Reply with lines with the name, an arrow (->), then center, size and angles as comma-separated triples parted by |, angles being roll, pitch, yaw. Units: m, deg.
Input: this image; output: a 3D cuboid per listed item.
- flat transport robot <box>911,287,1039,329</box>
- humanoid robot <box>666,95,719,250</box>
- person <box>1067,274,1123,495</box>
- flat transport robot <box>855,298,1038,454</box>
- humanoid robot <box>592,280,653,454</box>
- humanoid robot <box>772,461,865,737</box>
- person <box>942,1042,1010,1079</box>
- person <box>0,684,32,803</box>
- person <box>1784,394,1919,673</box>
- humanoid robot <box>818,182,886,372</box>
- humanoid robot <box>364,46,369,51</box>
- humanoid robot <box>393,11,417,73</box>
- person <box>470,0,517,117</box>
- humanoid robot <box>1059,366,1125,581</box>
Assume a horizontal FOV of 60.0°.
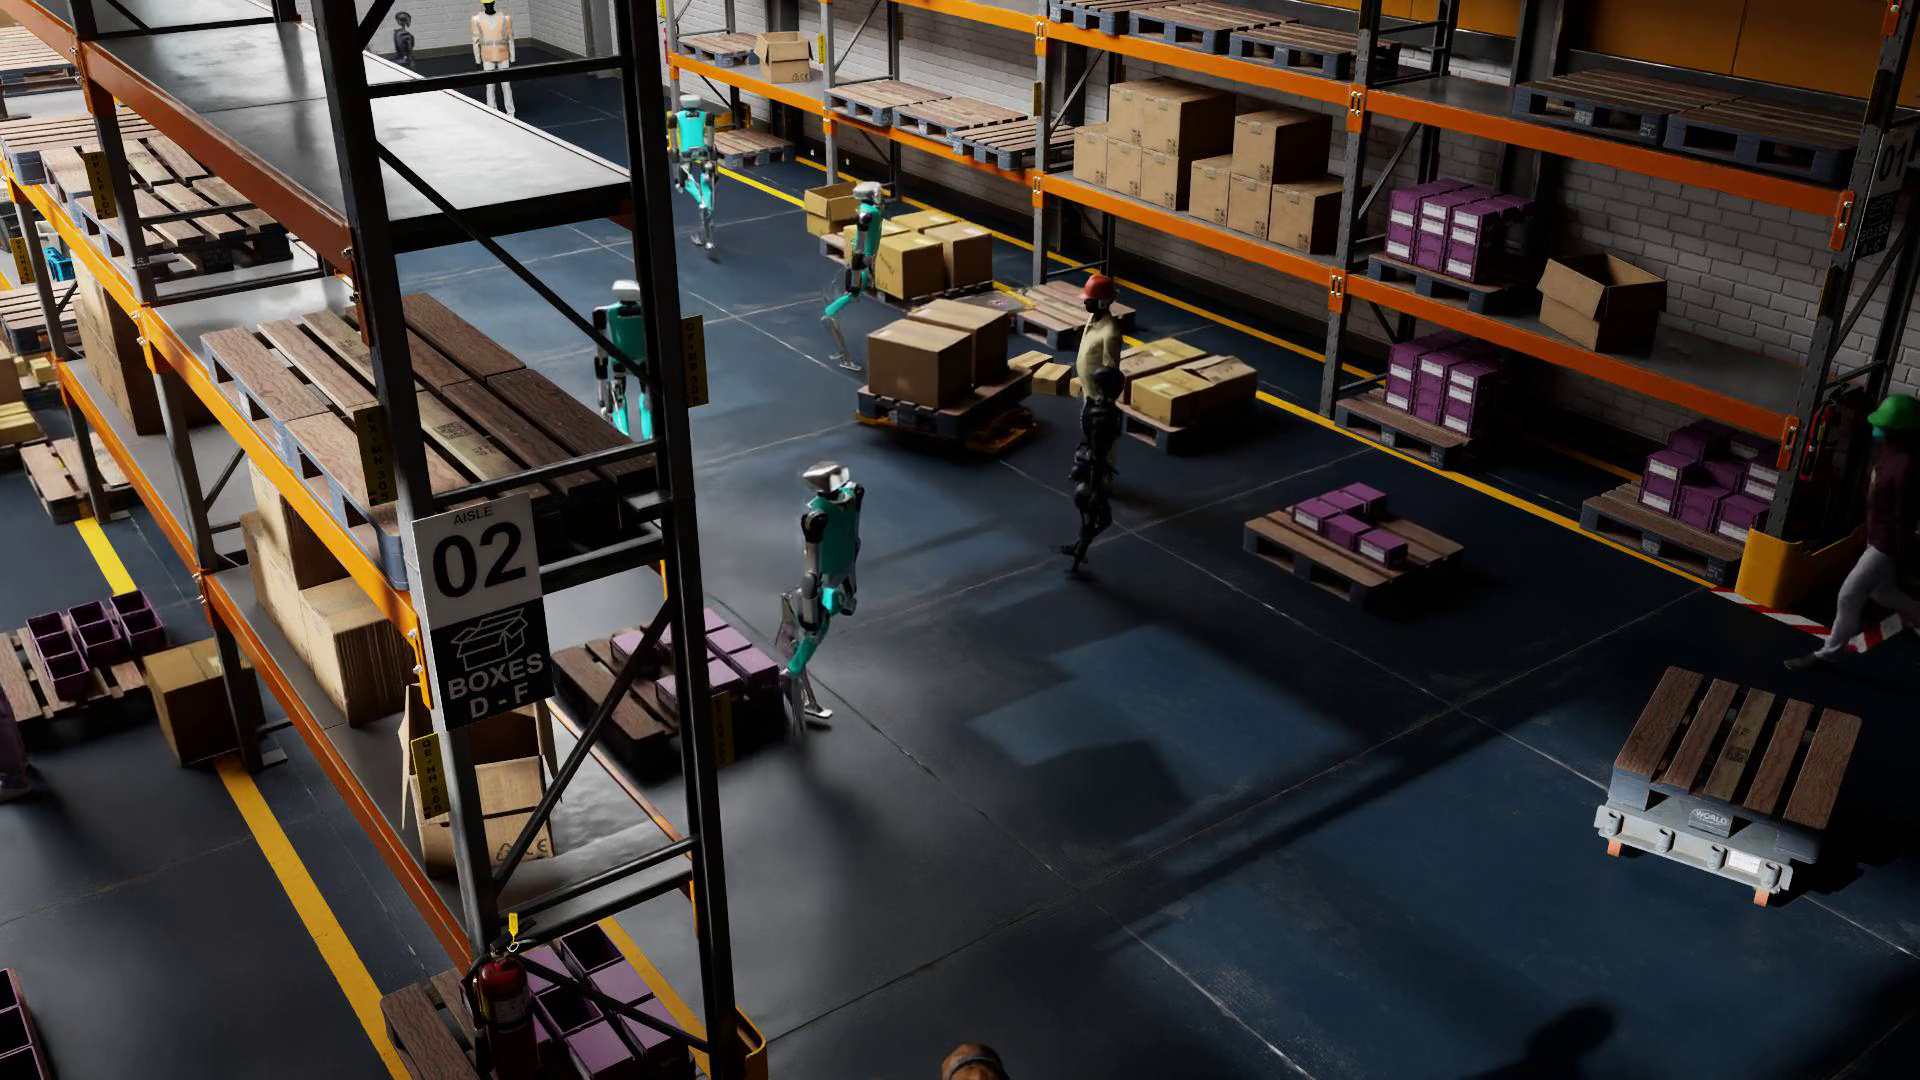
flat transport robot -> 0.181, -2.195, 16.354 | 1.431, 0.231, 0.659 | -15, 30, -27
humanoid robot -> -2.827, -3.921, 18.250 | 0.530, 1.771, 1.066 | -12, 29, -22
person -> 1.035, -1.174, 12.668 | 0.325, 1.752, 0.562 | -5, 27, -11
flat transport robot -> -0.118, -1.050, 14.076 | 1.431, 0.231, 0.659 | 16, 31, 29
humanoid robot -> -2.392, -0.975, 12.318 | 0.545, 1.806, 0.683 | -8, 28, -15
humanoid robot -> -0.929, 0.374, 9.701 | 0.751, 1.859, 0.543 | 13, 29, 24
person -> 0.052, 2.401, 5.463 | 0.632, 1.839, 0.429 | -11, 29, -20
person -> -5.469, 0.565, 9.059 | 0.405, 1.900, 0.634 | -16, 31, -29
person -> 5.741, 0.005, 10.160 | 0.867, 1.913, 0.509 | 8, 28, 16
humanoid robot -> -1.066, -2.360, 15.078 | 0.829, 1.809, 0.576 | 6, 27, 12
humanoid robot -> -7.553, -5.603, 21.557 | 0.468, 1.642, 0.615 | -18, 32, -31
humanoid robot -> -7.961, -6.692, 23.736 | 0.517, 1.644, 0.613 | -18, 32, -31
person -> -6.704, -6.965, 23.995 | 0.592, 1.925, 0.364 | -8, 28, -15
humanoid robot -> 0.885, -0.443, 11.309 | 0.434, 1.631, 0.621 | 4, 27, 8
